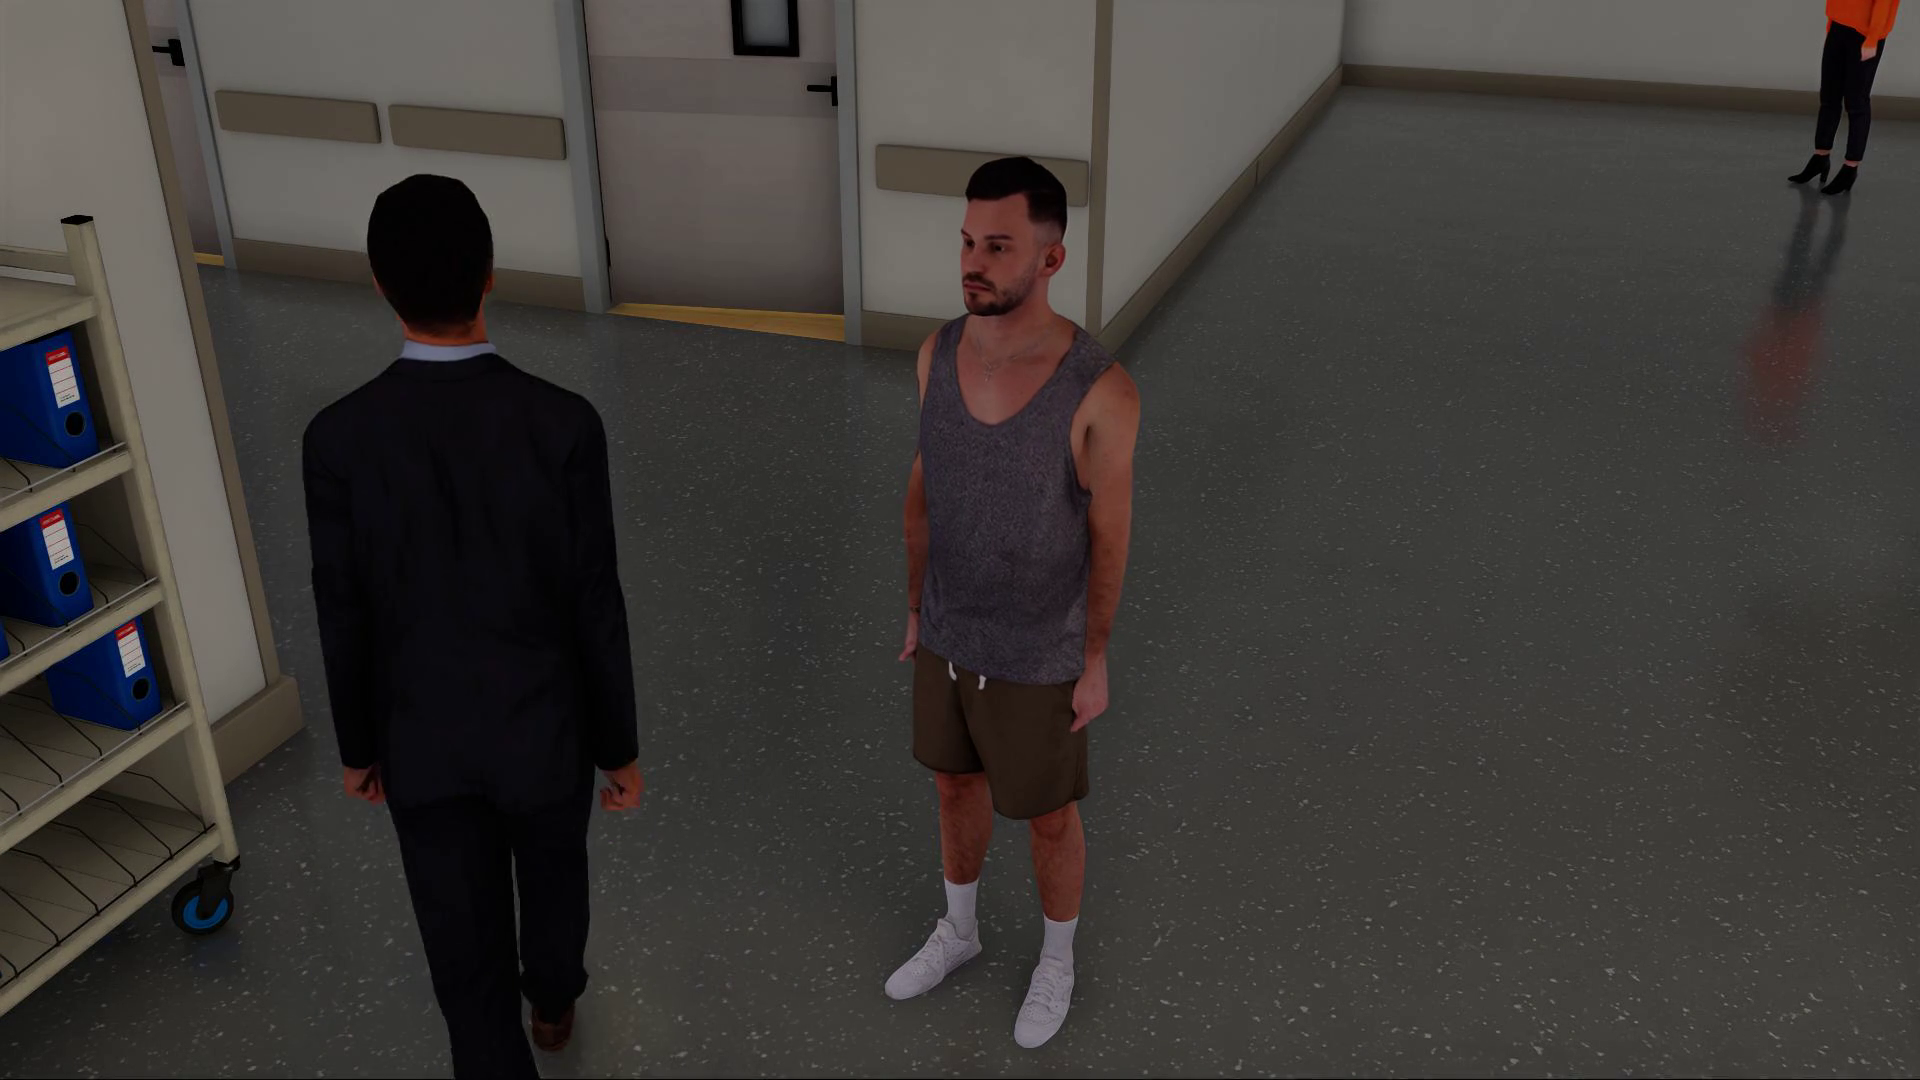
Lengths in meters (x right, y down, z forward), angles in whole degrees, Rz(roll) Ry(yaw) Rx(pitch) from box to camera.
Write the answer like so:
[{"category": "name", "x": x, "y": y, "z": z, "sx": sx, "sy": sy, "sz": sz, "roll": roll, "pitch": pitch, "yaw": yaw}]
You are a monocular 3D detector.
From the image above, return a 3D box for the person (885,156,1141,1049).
[{"category": "person", "x": 0.098, "y": 0.159, "z": 3.260, "sx": 0.668, "sy": 1.846, "sz": 0.633, "roll": 14, "pitch": 29, "yaw": 27}]

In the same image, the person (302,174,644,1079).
[{"category": "person", "x": -0.774, "y": 0.383, "z": 2.733, "sx": 1.129, "sy": 1.823, "sz": 1.279, "roll": -8, "pitch": 27, "yaw": -15}]

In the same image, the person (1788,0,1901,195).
[{"category": "person", "x": 5.218, "y": -2.918, "z": 9.667, "sx": 0.764, "sy": 1.747, "sz": 0.656, "roll": -4, "pitch": 26, "yaw": -9}]
